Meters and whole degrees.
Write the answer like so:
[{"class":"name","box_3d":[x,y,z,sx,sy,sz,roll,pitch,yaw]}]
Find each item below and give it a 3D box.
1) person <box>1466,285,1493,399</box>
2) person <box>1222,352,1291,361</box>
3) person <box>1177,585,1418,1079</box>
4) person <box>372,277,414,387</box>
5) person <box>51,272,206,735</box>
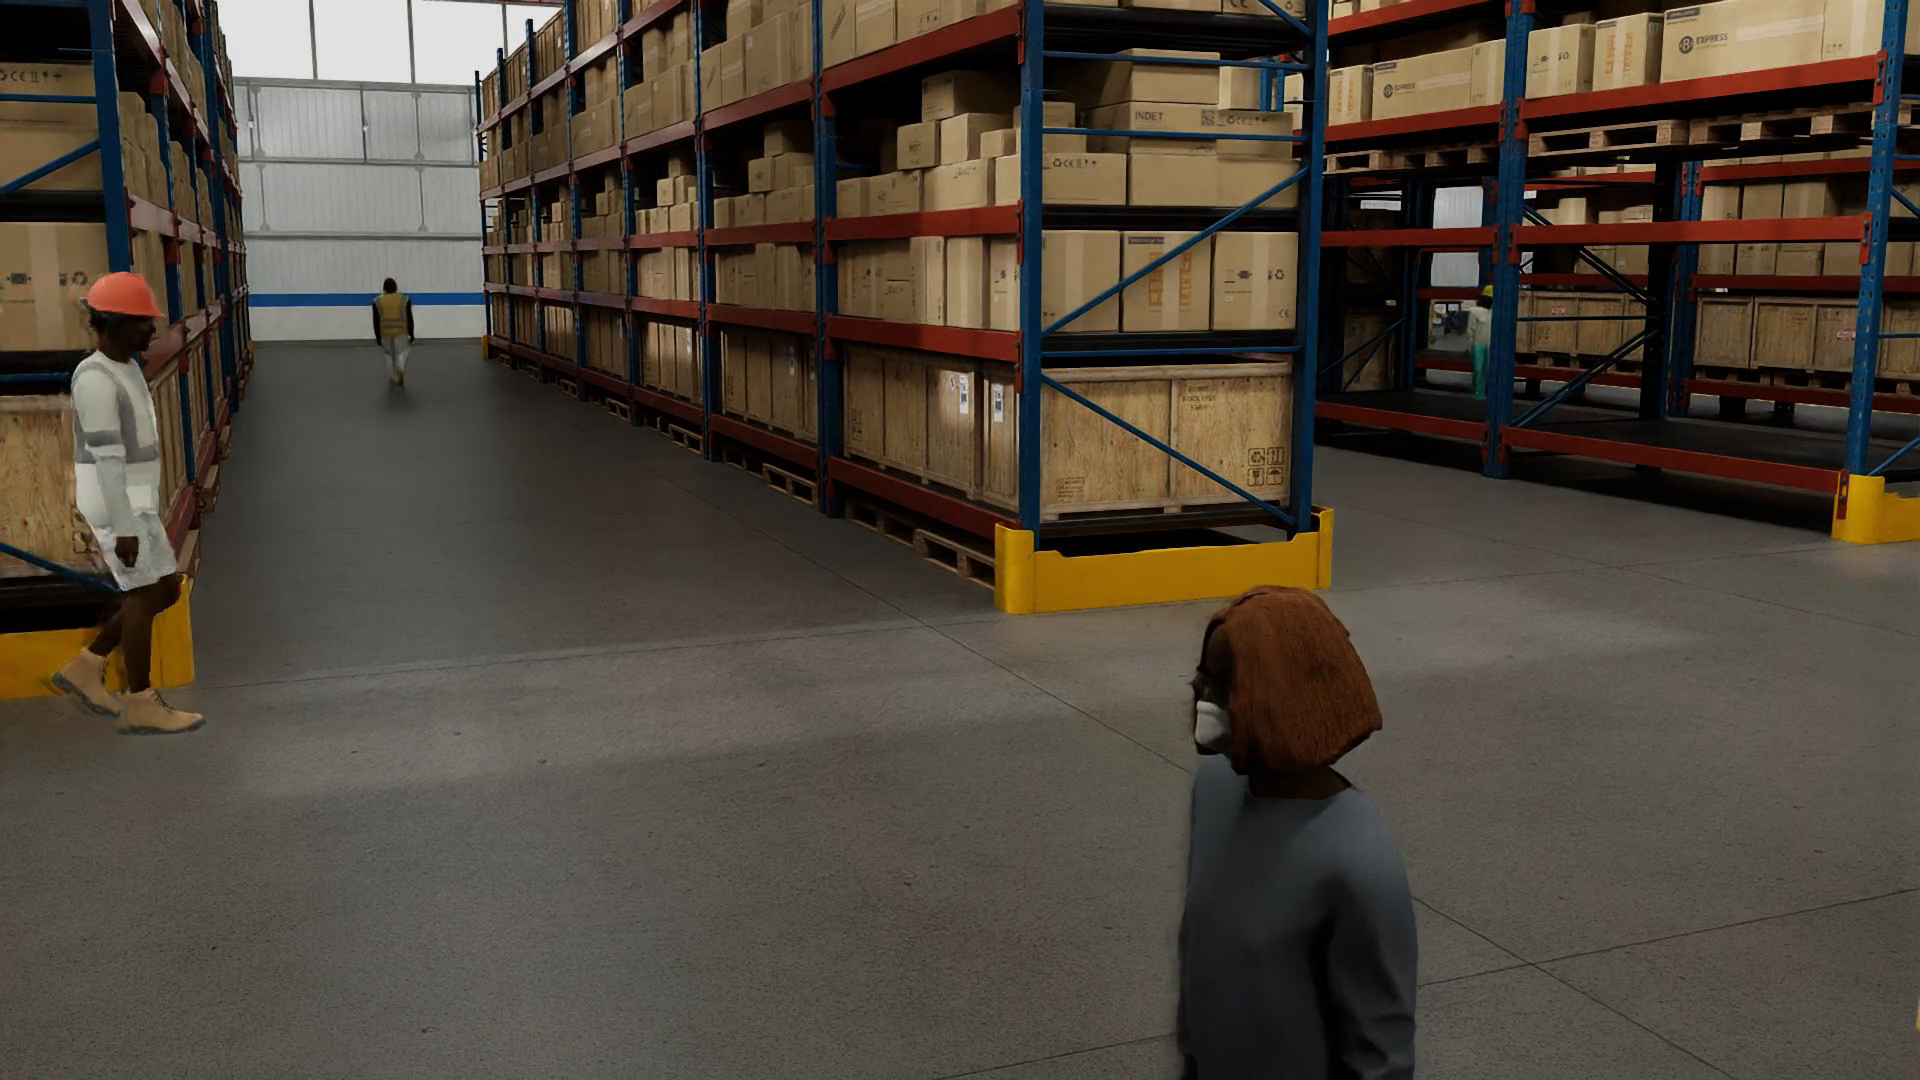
[{"class":"person","box_3d":[7.519,-2.738,23.633,0.552,1.738,0.713,-1,10,-7]},{"class":"person","box_3d":[2.475,-1.216,14.131,0.703,1.883,0.495,-3,10,-17]},{"class":"person","box_3d":[0.450,0.868,2.391,0.281,1.633,0.501,-4,10,-20]},{"class":"person","box_3d":[-9.381,-3.429,27.541,0.646,1.829,0.526,-2,10,-13]},{"class":"person","box_3d":[-3.659,-0.141,7.226,0.531,2.029,0.625,-2,10,-10]}]
